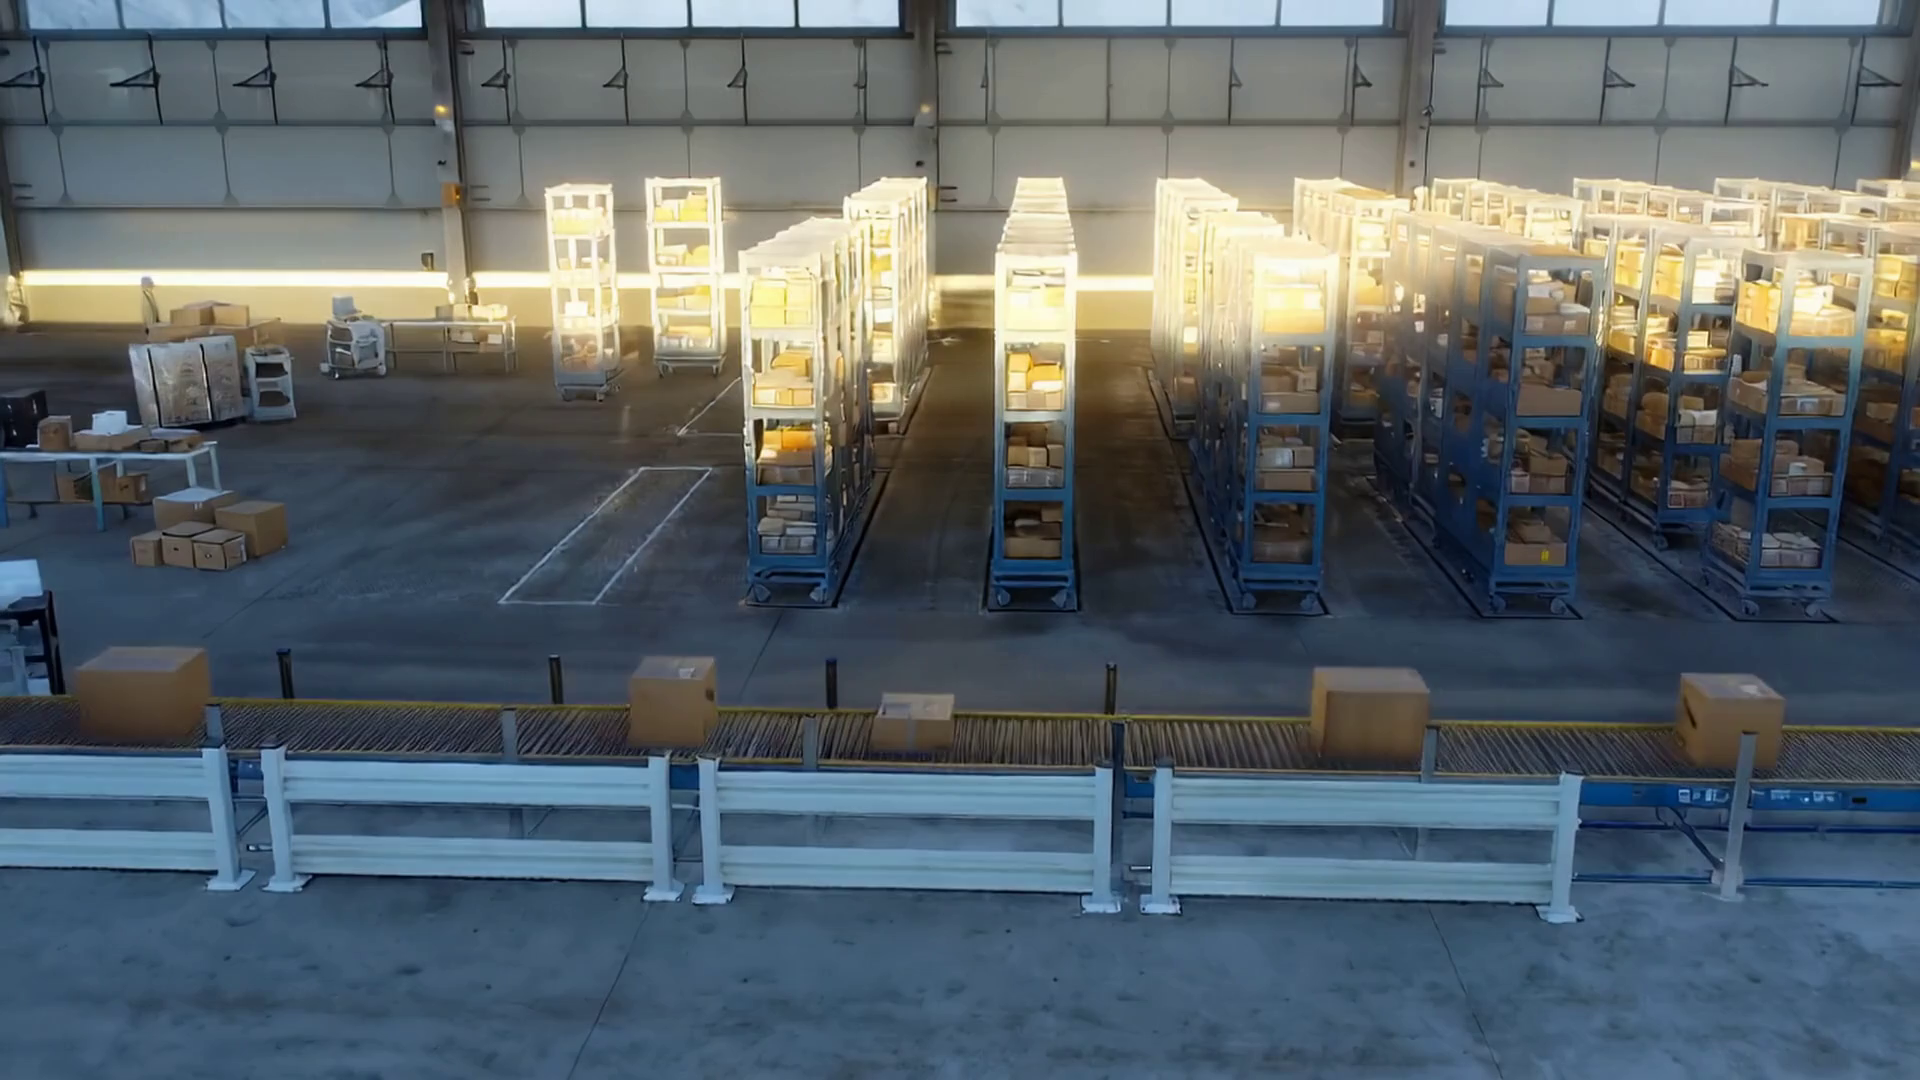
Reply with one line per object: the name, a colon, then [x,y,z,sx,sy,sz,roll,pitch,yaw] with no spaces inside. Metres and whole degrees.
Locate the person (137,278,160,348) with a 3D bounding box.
person: [-15.179,-4.047,31.237,0.329,1.751,0.570,-1,15,-5]

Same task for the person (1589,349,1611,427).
person: [9.337,-2.239,24.392,0.457,1.822,0.591,3,15,10]
